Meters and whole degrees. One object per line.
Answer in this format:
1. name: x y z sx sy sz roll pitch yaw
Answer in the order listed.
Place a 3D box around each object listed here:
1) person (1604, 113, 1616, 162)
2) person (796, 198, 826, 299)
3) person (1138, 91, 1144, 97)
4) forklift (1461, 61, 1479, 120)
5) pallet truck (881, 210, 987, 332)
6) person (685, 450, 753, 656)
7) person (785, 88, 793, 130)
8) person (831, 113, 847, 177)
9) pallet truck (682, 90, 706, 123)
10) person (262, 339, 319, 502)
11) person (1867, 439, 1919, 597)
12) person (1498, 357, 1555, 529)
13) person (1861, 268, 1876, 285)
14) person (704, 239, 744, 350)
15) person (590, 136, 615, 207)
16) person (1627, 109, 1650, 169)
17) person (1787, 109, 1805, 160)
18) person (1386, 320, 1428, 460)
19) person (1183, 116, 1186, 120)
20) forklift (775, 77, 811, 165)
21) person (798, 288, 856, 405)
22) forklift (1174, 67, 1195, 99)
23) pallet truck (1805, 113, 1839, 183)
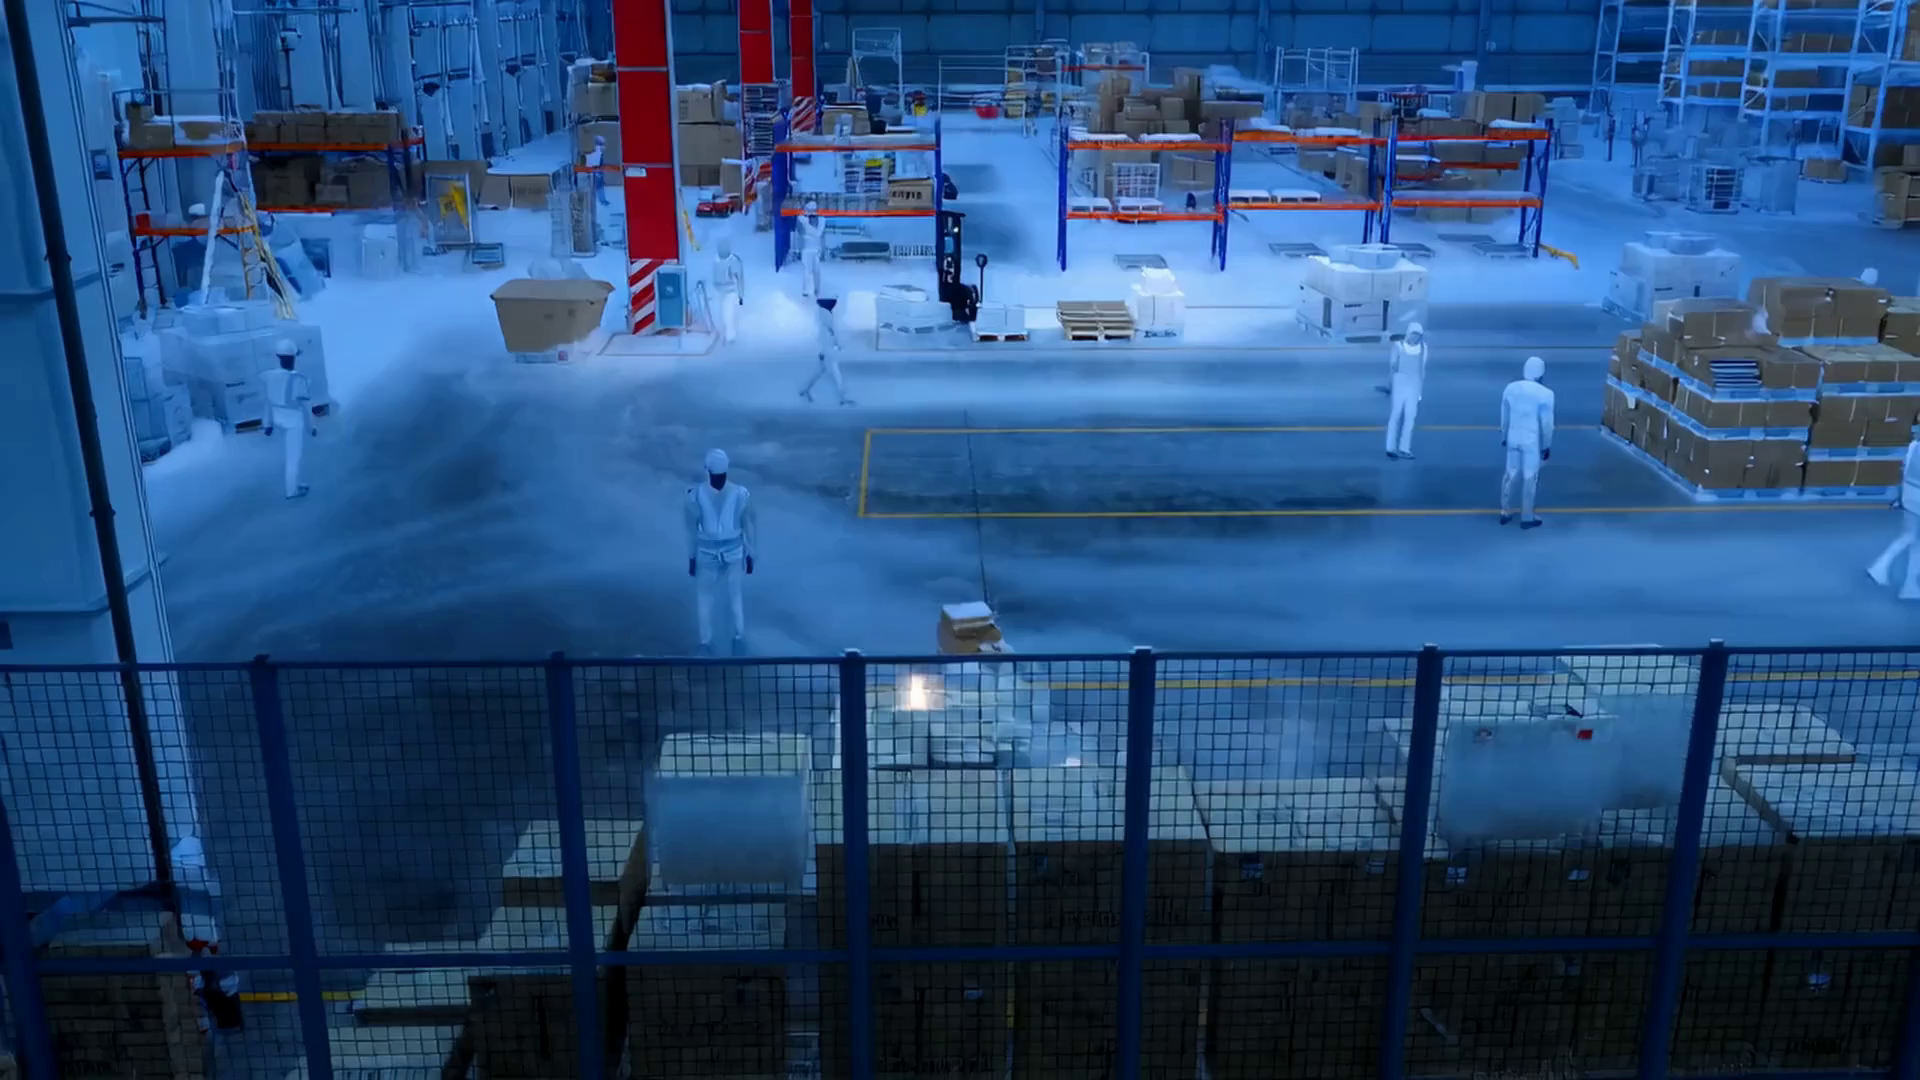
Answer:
1. person: 21.896 -13.544 55.992 0.322 1.628 0.529 2 19 6
2. person: -2.854 -5.623 32.024 0.593 1.923 0.386 -7 20 -21
3. person: 6.741 -15.753 62.091 0.439 1.922 0.634 16 25 40
4. forklift: 20.149 -17.581 66.025 1.873 2.768 1.129 -1 19 -2
5. pallet truck: -0.493 -4.759 29.349 1.885 1.965 0.823 -13 23 -34
6. person: -2.152 0.128 14.924 0.604 1.949 0.389 -4 19 -10
7. person: -6.748 -16.556 64.475 0.633 1.916 0.629 -13 22 -33
8. person: -3.772 -12.286 51.768 0.545 1.940 0.352 9 21 25
9. pallet truck: -9.671 -15.907 62.421 0.823 1.965 1.885 5 19 15
10. person: -7.838 -1.422 19.581 0.627 1.901 0.655 7 20 21
11. person: 9.461 -0.356 16.400 0.549 1.924 0.549 -3 19 -10
12. person: 6.314 -1.089 18.552 0.368 1.939 0.632 -15 24 -38
13. person: 13.299 -3.126 24.702 0.593 1.880 0.963 5 19 15
14. person: -3.958 -4.068 27.588 0.645 1.801 0.892 11 22 30
15. person: -9.709 -9.957 44.959 0.900 1.872 0.577 4 19 12
16. person: 22.097 -13.059 54.115 0.399 1.908 0.606 -13 23 -34
17. person: 27.510 -13.278 54.863 0.633 1.842 0.429 -14 23 -36
18. person: 5.668 -1.902 21.145 0.522 1.826 0.392 -3 19 -10
19. person: 7.296 -13.103 54.653 0.522 1.639 0.306 1 19 4
20. forklift: -5.920 -13.893 55.085 1.873 2.768 1.129 -1 19 -1
21. person: -1.952 -2.796 23.971 0.822 1.710 0.487 0 19 1
22. forklift: 8.189 -15.896 61.028 1.873 2.768 1.129 14 23 36
23. pallet truck: 26.403 -11.957 50.702 0.823 1.965 1.885 6 19 16
